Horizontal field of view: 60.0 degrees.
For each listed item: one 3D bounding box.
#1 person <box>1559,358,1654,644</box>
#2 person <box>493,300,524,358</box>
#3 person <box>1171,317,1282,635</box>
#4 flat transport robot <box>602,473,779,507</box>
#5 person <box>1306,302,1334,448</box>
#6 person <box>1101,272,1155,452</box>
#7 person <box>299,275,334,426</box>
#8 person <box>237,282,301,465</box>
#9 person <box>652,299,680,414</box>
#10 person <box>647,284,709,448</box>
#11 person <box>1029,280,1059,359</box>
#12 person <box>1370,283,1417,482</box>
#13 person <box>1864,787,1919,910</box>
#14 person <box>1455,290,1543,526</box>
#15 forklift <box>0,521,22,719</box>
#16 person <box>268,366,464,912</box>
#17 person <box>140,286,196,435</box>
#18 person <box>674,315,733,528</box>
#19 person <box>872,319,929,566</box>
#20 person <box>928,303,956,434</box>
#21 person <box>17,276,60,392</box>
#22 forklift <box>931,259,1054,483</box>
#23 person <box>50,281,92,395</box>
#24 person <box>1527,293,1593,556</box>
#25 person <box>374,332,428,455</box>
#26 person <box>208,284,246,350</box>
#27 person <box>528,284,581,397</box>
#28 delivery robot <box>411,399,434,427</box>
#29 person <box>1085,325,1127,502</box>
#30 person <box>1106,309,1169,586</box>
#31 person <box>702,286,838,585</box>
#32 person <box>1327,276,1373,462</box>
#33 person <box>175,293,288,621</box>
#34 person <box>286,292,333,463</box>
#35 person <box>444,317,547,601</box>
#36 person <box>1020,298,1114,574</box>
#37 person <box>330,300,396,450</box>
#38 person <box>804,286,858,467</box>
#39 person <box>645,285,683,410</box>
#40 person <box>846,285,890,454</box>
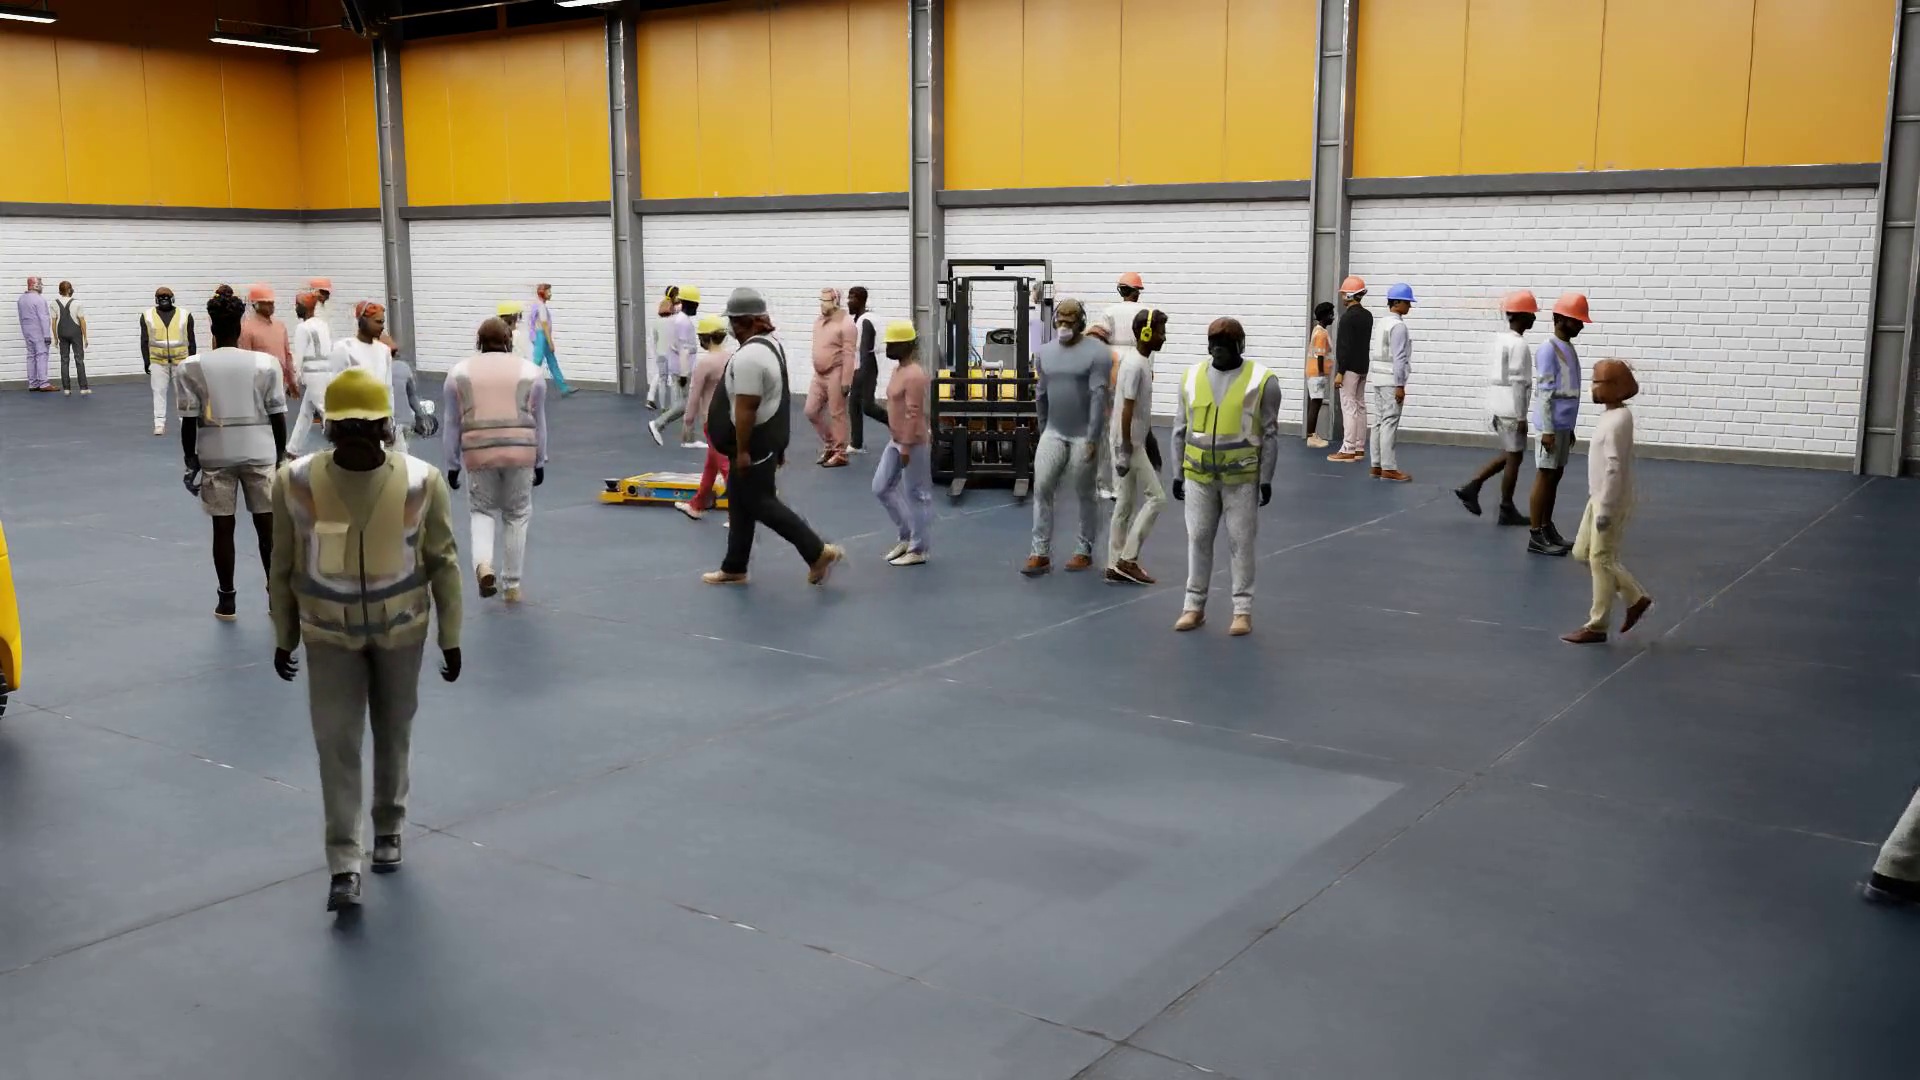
[{"bbox_3d":[3.643,-0.205,9.301,0.411,1.619,0.520,3,10,16],"label":"person"},{"bbox_3d":[-4.824,-1.658,17.640,0.799,1.734,0.527,-2,10,-15],"label":"person"},{"bbox_3d":[1.523,-0.370,9.667,0.632,1.840,0.429,4,10,24],"label":"person"},{"bbox_3d":[-2.405,-0.457,14.847,1.431,0.197,0.652,3,10,18],"label":"flat transport robot"},{"bbox_3d":[4.176,-1.914,19.302,0.320,1.692,0.534,2,10,10],"label":"person"},{"bbox_3d":[1.866,-1.945,18.446,0.609,2.040,0.394,3,10,16],"label":"person"},{"bbox_3d":[-8.412,-2.475,21.826,0.557,1.971,0.674,1,10,6],"label":"person"},{"bbox_3d":[-6.836,-1.540,16.283,0.911,1.963,0.610,2,10,14],"label":"person"},{"bbox_3d":[-4.076,-2.573,23.469,0.619,1.618,0.269,6,11,30],"label":"person"},{"bbox_3d":[-3.224,-1.970,19.037,0.639,1.903,0.606,-3,10,-15],"label":"person"},{"bbox_3d":[0.976,-2.139,19.937,0.431,1.924,0.634,6,11,31],"label":"person"},{"bbox_3d":[4.254,-1.550,16.381,0.402,1.944,0.605,-1,10,-4],"label":"person"},{"bbox_3d":[3.372,0.398,5.251,0.760,1.805,0.610,5,11,29],"label":"person"},{"bbox_3d":[4.430,-1.067,13.545,0.544,1.926,0.543,1,10,3],"label":"person"},{"bbox_3d":[-5.296,-0.090,6.943,1.214,2.155,2.313,7,12,35],"label":"forklift"},{"bbox_3d":[-1.993,0.326,5.616,0.625,1.798,0.855,-4,10,-21],"label":"person"},{"bbox_3d":[-9.849,-2.228,20.727,0.624,1.844,0.430,-4,10,-24],"label":"person"},{"bbox_3d":[-2.035,-0.958,13.492,0.892,1.714,0.549,6,11,30],"label":"person"},{"bbox_3d":[-0.418,-0.679,11.740,0.408,1.748,0.550,-3,10,-20],"label":"person"},{"bbox_3d":[-0.043,-2.101,20.497,0.532,1.669,0.819,-9,13,-44],"label":"person"},{"bbox_3d":[-15.262,-3.405,27.547,0.648,1.904,0.401,6,11,30],"label":"person"},{"bbox_3d":[0.370,-1.738,16.759,1.214,2.155,2.313,1,10,3],"label":"forklift"},{"bbox_3d":[-14.348,-3.250,26.820,0.505,1.839,0.344,-2,10,-13],"label":"person"},{"bbox_3d":[4.431,-0.854,12.285,0.371,1.928,0.543,7,12,36],"label":"person"},{"bbox_3d":[-4.713,-0.943,13.832,0.859,1.579,0.544,4,10,22],"label":"person"},{"bbox_3d":[-9.278,-2.306,21.107,0.327,1.871,0.514,7,12,35],"label":"person"},{"bbox_3d":[-6.453,-3.111,26.122,0.930,1.795,0.582,-2,10,-15],"label":"person"},{"bbox_3d":[-6.886,-1.604,20.551,0.707,0.478,0.477,-5,11,-29],"label":"delivery robot"},{"bbox_3d":[1.310,-1.119,14.847,0.567,1.593,0.720,-1,10,-4],"label":"person"},{"bbox_3d":[1.200,-0.616,11.122,0.498,1.841,0.512,0,10,2],"label":"person"},{"bbox_3d":[-1.262,-0.684,10.936,0.891,2.000,0.681,1,10,5],"label":"person"},{"bbox_3d":[4.225,-1.838,17.943,0.375,1.995,0.610,7,12,36],"label":"person"},{"bbox_3d":[-4.361,-0.492,10.024,0.607,1.963,0.373,-4,10,-23],"label":"person"},{"bbox_3d":[-6.877,-1.691,17.557,0.972,1.828,0.603,1,10,4],"label":"person"},{"bbox_3d":[-2.913,-0.490,10.492,0.638,1.818,0.504,-2,10,-13],"label":"person"},{"bbox_3d":[0.709,-0.688,11.390,0.620,1.902,0.802,6,11,31],"label":"person"},{"bbox_3d":[-4.498,-0.876,12.589,0.424,1.868,0.607,4,10,23],"label":"person"},{"bbox_3d":[-1.360,-1.697,17.397,0.435,1.890,0.683,-9,13,-42],"label":"person"},{"bbox_3d":[-4.223,-2.778,24.113,0.840,1.817,0.560,-6,11,-32],"label":"person"},{"bbox_3d":[-0.985,-1.894,18.591,0.739,1.896,0.578,-3,10,-18],"label":"person"}]
